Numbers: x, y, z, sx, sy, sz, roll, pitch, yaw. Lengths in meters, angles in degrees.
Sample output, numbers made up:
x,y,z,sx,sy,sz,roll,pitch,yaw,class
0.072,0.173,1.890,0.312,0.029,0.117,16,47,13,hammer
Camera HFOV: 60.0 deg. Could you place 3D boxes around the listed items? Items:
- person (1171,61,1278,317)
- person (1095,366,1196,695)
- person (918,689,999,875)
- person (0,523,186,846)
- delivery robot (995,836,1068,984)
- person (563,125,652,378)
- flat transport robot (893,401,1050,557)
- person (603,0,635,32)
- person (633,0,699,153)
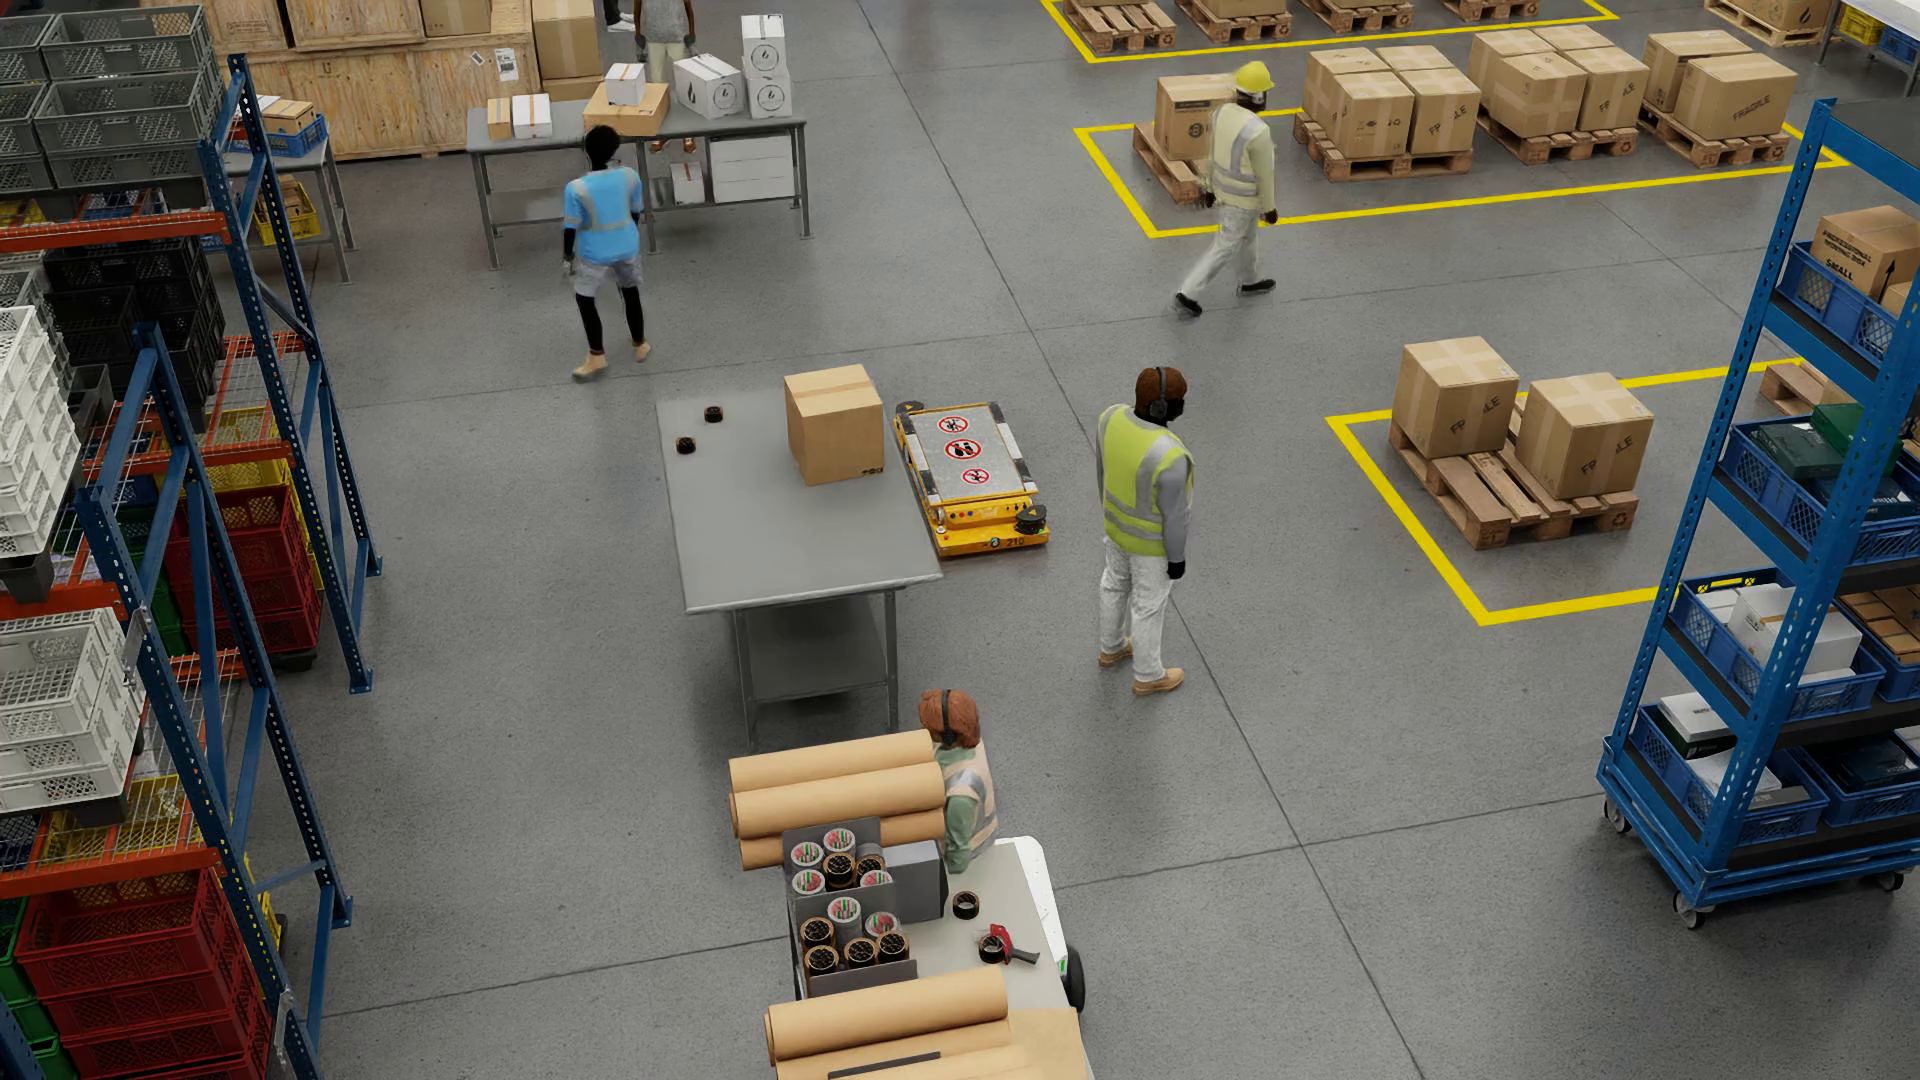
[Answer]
x,y,z,sx,sy,sz,roll,pitch,yaw,class
1.894,-2.418,11.515,0.900,1.796,0.587,-11,38,-15,person
0.926,-0.049,8.295,0.430,1.840,0.621,-20,41,-24,person
-0.006,1.243,6.729,0.317,1.630,0.526,-1,37,-2,person
-3.864,0.609,7.331,0.634,1.932,0.370,2,37,2,person
0.234,1.591,7.081,0.477,0.478,0.707,-5,37,-6,delivery robot
-2.345,-1.866,10.901,0.680,1.679,0.343,-23,42,-27,person
0.046,-0.430,10.108,0.652,0.197,1.431,-8,37,-10,flat transport robot
-3.417,-5.911,16.117,0.388,1.911,0.591,-9,38,-12,person
-2.431,-4.115,13.740,0.534,1.859,0.310,0,37,0,person
